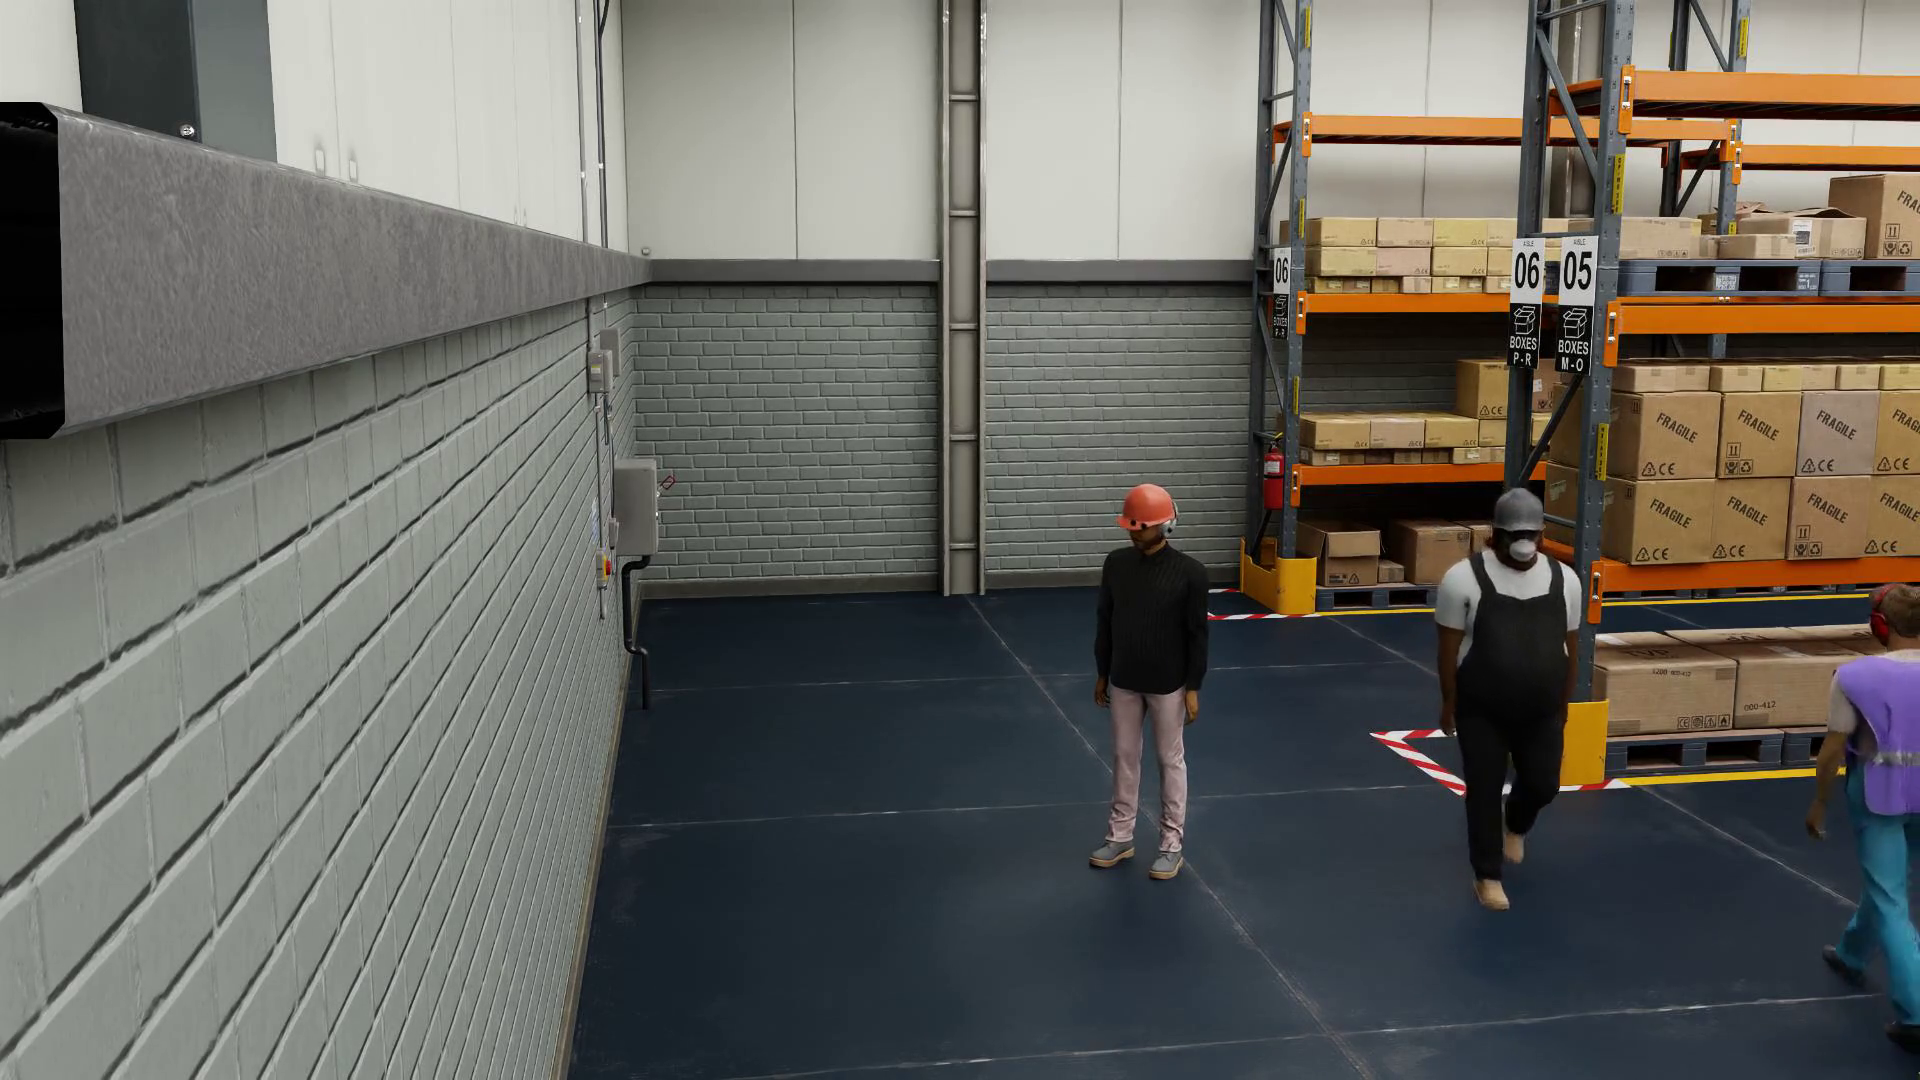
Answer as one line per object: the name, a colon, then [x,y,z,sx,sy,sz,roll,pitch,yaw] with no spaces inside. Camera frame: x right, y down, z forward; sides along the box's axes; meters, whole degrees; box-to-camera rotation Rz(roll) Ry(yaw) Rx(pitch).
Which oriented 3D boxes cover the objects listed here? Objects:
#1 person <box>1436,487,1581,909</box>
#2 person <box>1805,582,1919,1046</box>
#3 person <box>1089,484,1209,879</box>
person: [2.633,0.727,8.010,0.691,2.000,0.663,1,9,4]
person: [3.768,1.069,6.716,0.573,1.791,0.998,0,9,-3]
person: [0.936,0.701,8.341,0.610,1.985,0.392,6,11,33]
